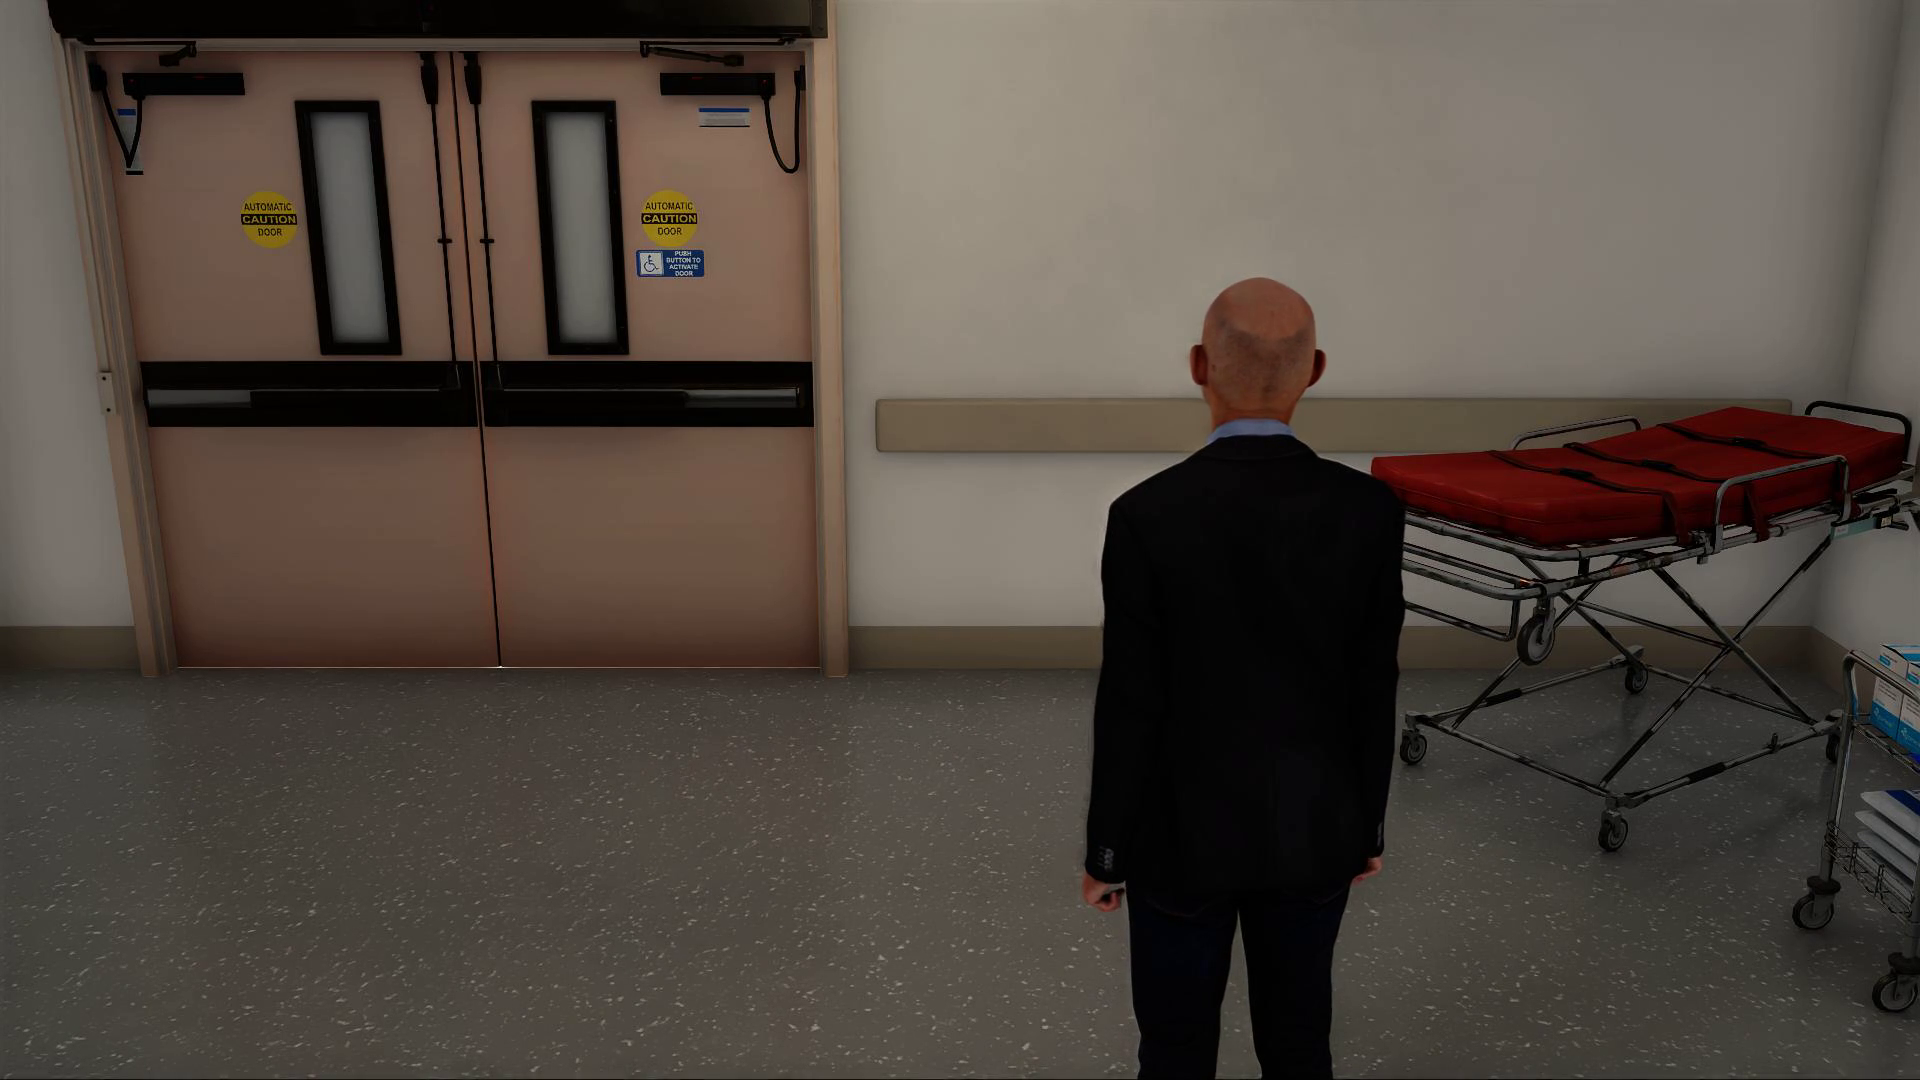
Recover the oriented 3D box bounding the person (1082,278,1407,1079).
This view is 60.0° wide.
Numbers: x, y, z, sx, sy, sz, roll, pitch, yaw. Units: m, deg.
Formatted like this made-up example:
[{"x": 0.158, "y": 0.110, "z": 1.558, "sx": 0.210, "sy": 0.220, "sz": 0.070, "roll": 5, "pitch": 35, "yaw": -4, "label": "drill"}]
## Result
[{"x": 0.455, "y": 0.473, "z": 2.720, "sx": 0.708, "sy": 1.800, "sz": 0.638, "roll": -3, "pitch": 16, "yaw": -9, "label": "person"}]
